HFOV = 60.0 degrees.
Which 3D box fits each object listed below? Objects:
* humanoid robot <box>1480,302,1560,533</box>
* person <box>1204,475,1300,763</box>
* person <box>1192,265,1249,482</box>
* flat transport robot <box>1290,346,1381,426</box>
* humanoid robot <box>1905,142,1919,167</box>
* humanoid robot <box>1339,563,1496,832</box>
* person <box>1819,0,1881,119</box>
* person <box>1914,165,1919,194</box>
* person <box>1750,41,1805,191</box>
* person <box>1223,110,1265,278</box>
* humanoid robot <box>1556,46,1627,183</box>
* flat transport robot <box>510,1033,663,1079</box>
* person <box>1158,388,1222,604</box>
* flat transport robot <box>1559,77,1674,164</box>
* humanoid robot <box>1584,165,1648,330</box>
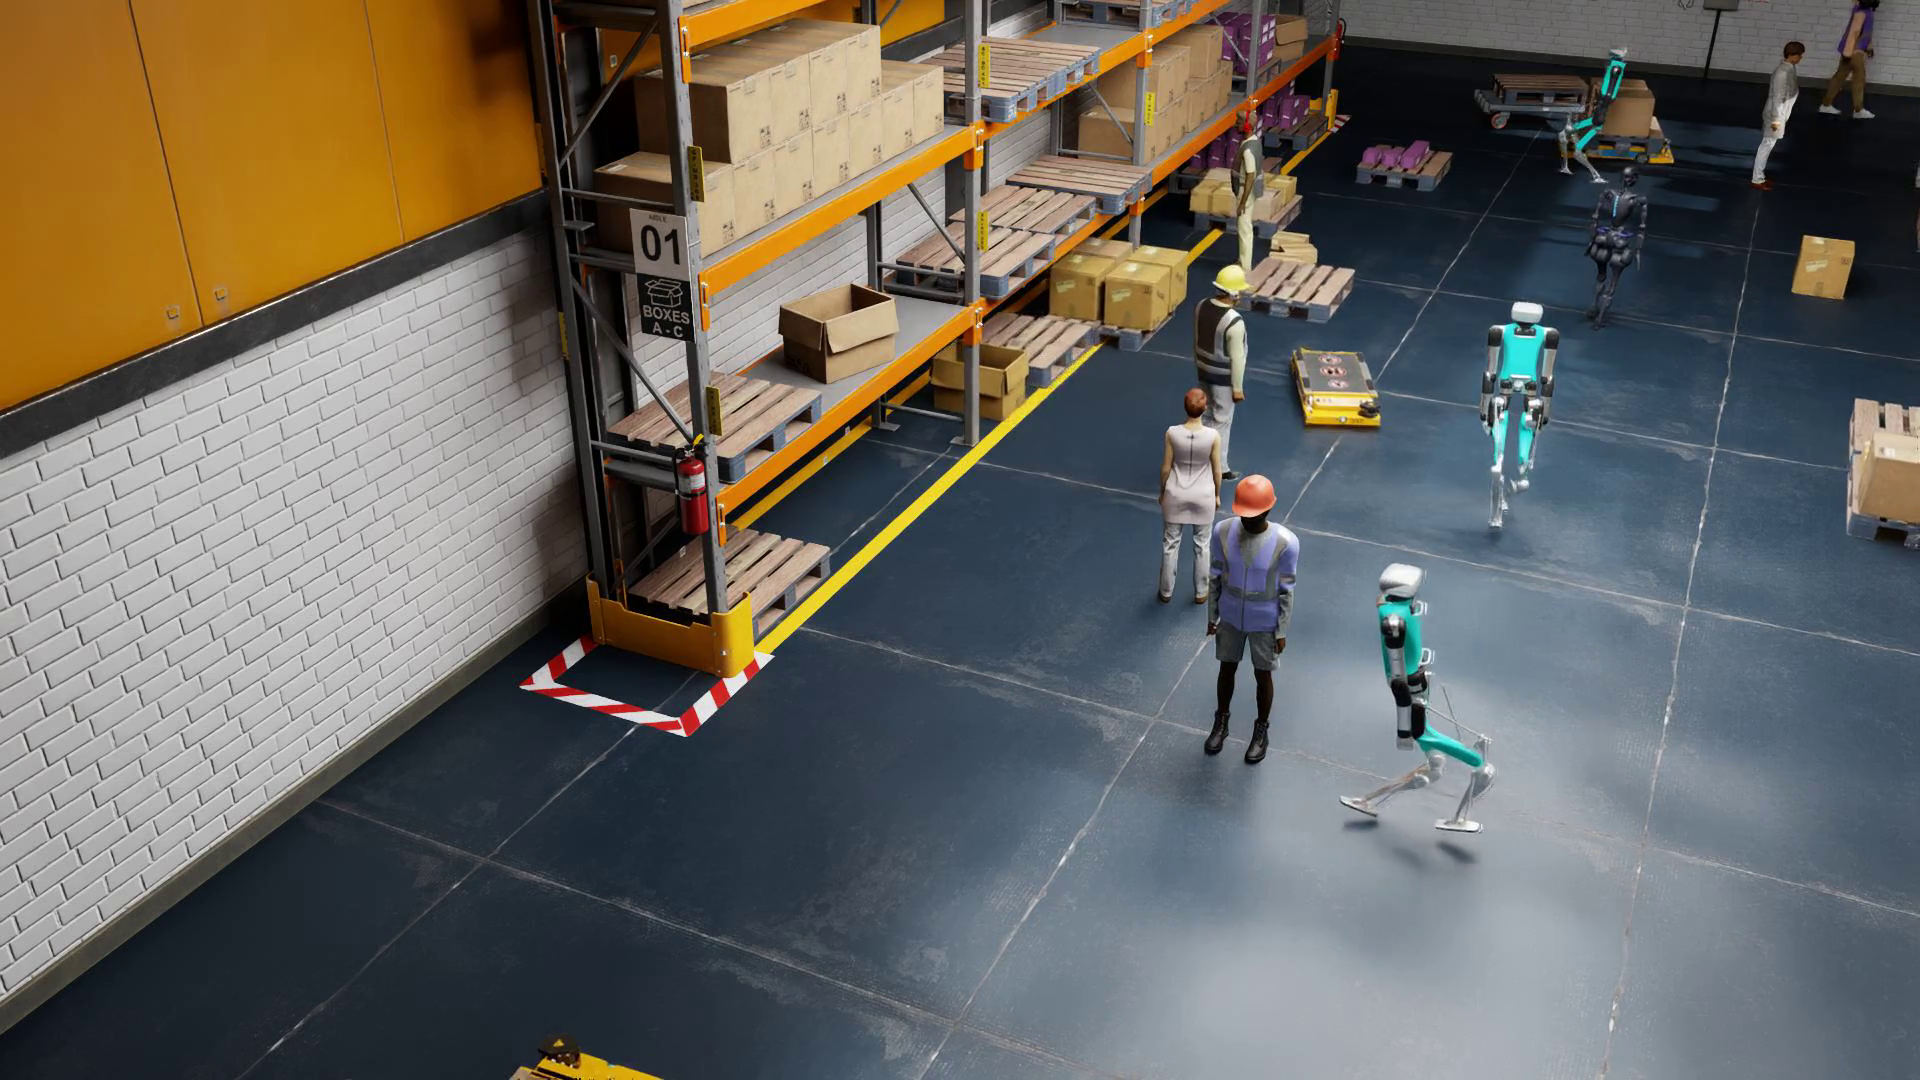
[{"bbox_3d":[4.279,-0.849,12.796,0.541,1.758,1.015,6,29,10],"label":"humanoid robot"},{"bbox_3d":[1.744,0.475,10.102,0.540,1.932,0.382,14,31,24],"label":"person"},{"bbox_3d":[2.138,-1.362,13.609,0.404,1.827,0.598,-14,31,-24],"label":"person"},{"bbox_3d":[3.457,-1.427,15.374,0.659,0.231,1.431,2,28,4],"label":"flat transport robot"},{"bbox_3d":[12.714,-5.552,21.545,0.388,1.652,0.612,10,30,17],"label":"humanoid robot"},{"bbox_3d":[2.736,0.982,9.382,1.004,1.743,0.533,9,30,16],"label":"humanoid robot"},{"bbox_3d":[13.159,-7.117,24.208,0.875,1.892,0.548,16,32,27],"label":"person"},{"bbox_3d":[12.367,-5.195,20.718,0.460,1.835,0.643,-21,35,-34],"label":"person"},{"bbox_3d":[10.343,-5.367,21.038,0.367,1.830,0.503,14,32,25],"label":"person"},{"bbox_3d":[3.090,-3.719,17.963,0.387,1.844,0.563,5,29,10],"label":"person"},{"bbox_3d":[8.000,-5.444,21.318,0.892,1.784,0.584,10,30,17],"label":"humanoid robot"},{"bbox_3d":[-1.949,2.842,7.459,0.659,0.231,1.431,11,30,19],"label":"flat transport robot"},{"bbox_3d":[1.631,-0.306,11.826,0.443,1.662,0.286,4,29,7],"label":"person"},{"bbox_3d":[8.915,-5.324,22.601,1.431,0.231,0.659,7,29,13],"label":"flat transport robot"},{"bbox_3d":[6.608,-2.966,16.753,0.566,1.639,0.611,-25,37,-38],"label":"humanoid robot"}]
